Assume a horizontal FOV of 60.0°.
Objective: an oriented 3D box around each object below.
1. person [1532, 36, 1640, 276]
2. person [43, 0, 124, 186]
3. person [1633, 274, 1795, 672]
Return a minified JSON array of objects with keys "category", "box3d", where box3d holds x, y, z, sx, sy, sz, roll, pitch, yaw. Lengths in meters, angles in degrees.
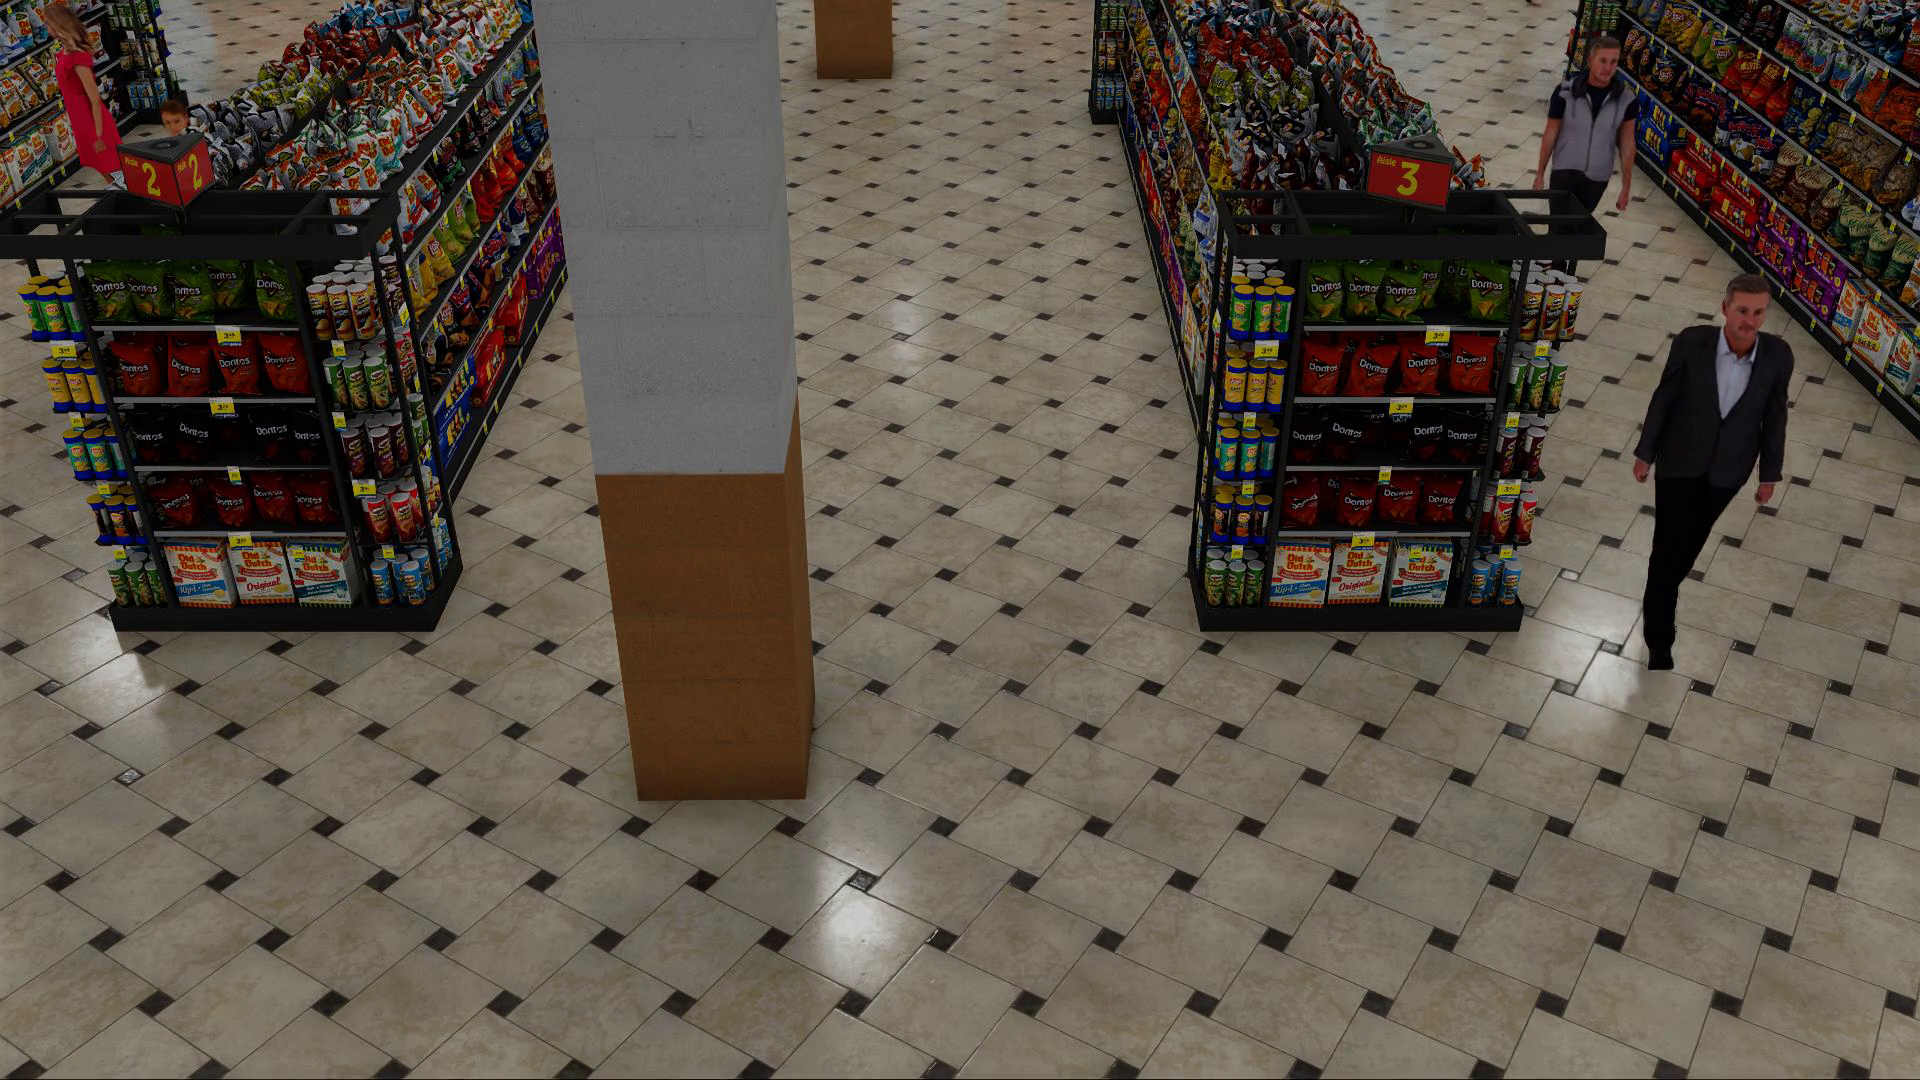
[{"category":"person","box3d":[3.959,-2.328,10.683,0.804,1.776,1.236,3,32,5]},{"category":"person","box3d":[-6.034,-2.886,11.627,0.727,1.727,0.642,-20,37,-29]},{"category":"person","box3d":[3.343,-0.378,7.520,0.843,1.809,1.122,4,32,6]}]
